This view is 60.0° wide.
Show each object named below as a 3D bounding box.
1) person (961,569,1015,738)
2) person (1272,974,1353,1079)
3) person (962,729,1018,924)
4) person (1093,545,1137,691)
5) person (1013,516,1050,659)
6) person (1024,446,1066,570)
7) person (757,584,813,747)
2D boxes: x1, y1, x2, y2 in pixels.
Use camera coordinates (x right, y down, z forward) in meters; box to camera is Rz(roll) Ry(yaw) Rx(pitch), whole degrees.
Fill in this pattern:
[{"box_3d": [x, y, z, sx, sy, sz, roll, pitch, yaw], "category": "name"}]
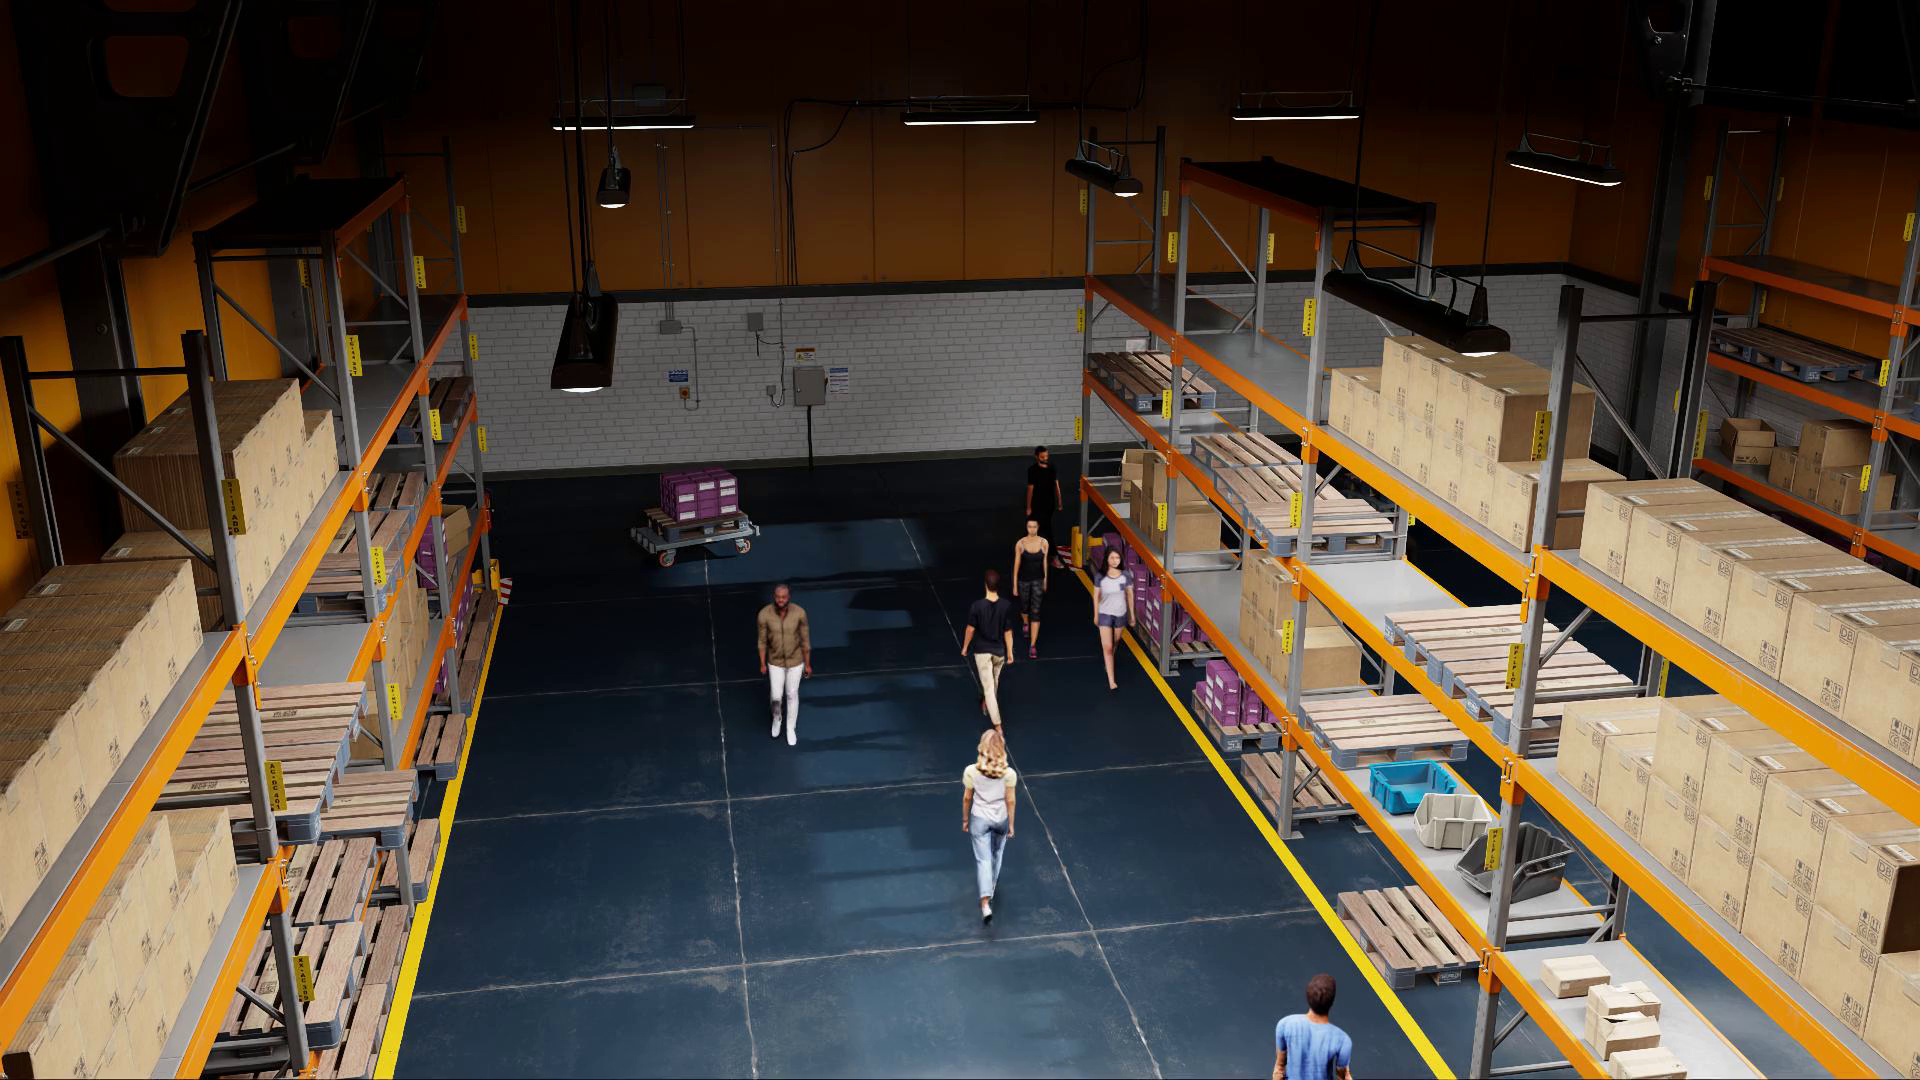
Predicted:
[{"box_3d": [0.352, 1.273, 17.840, 0.787, 1.797, 1.237, -7, 20, -19], "category": "person"}, {"box_3d": [2.194, 3.684, 10.630, 1.083, 1.829, 1.194, 10, 21, 27], "category": "person"}, {"box_3d": [0.257, 2.490, 14.381, 0.775, 1.697, 1.143, 0, 19, 1], "category": "person"}, {"box_3d": [1.760, 0.853, 19.293, 0.597, 1.666, 1.048, -3, 19, -10], "category": "person"}, {"box_3d": [0.859, 0.515, 20.262, 0.703, 1.688, 1.172, 0, 19, 0], "category": "person"}, {"box_3d": [1.094, -0.495, 23.205, 1.105, 1.723, 1.281, -17, 25, -41], "category": "person"}, {"box_3d": [-1.869, 1.278, 17.797, 0.716, 1.815, 0.626, -3, 19, -9], "category": "person"}]
